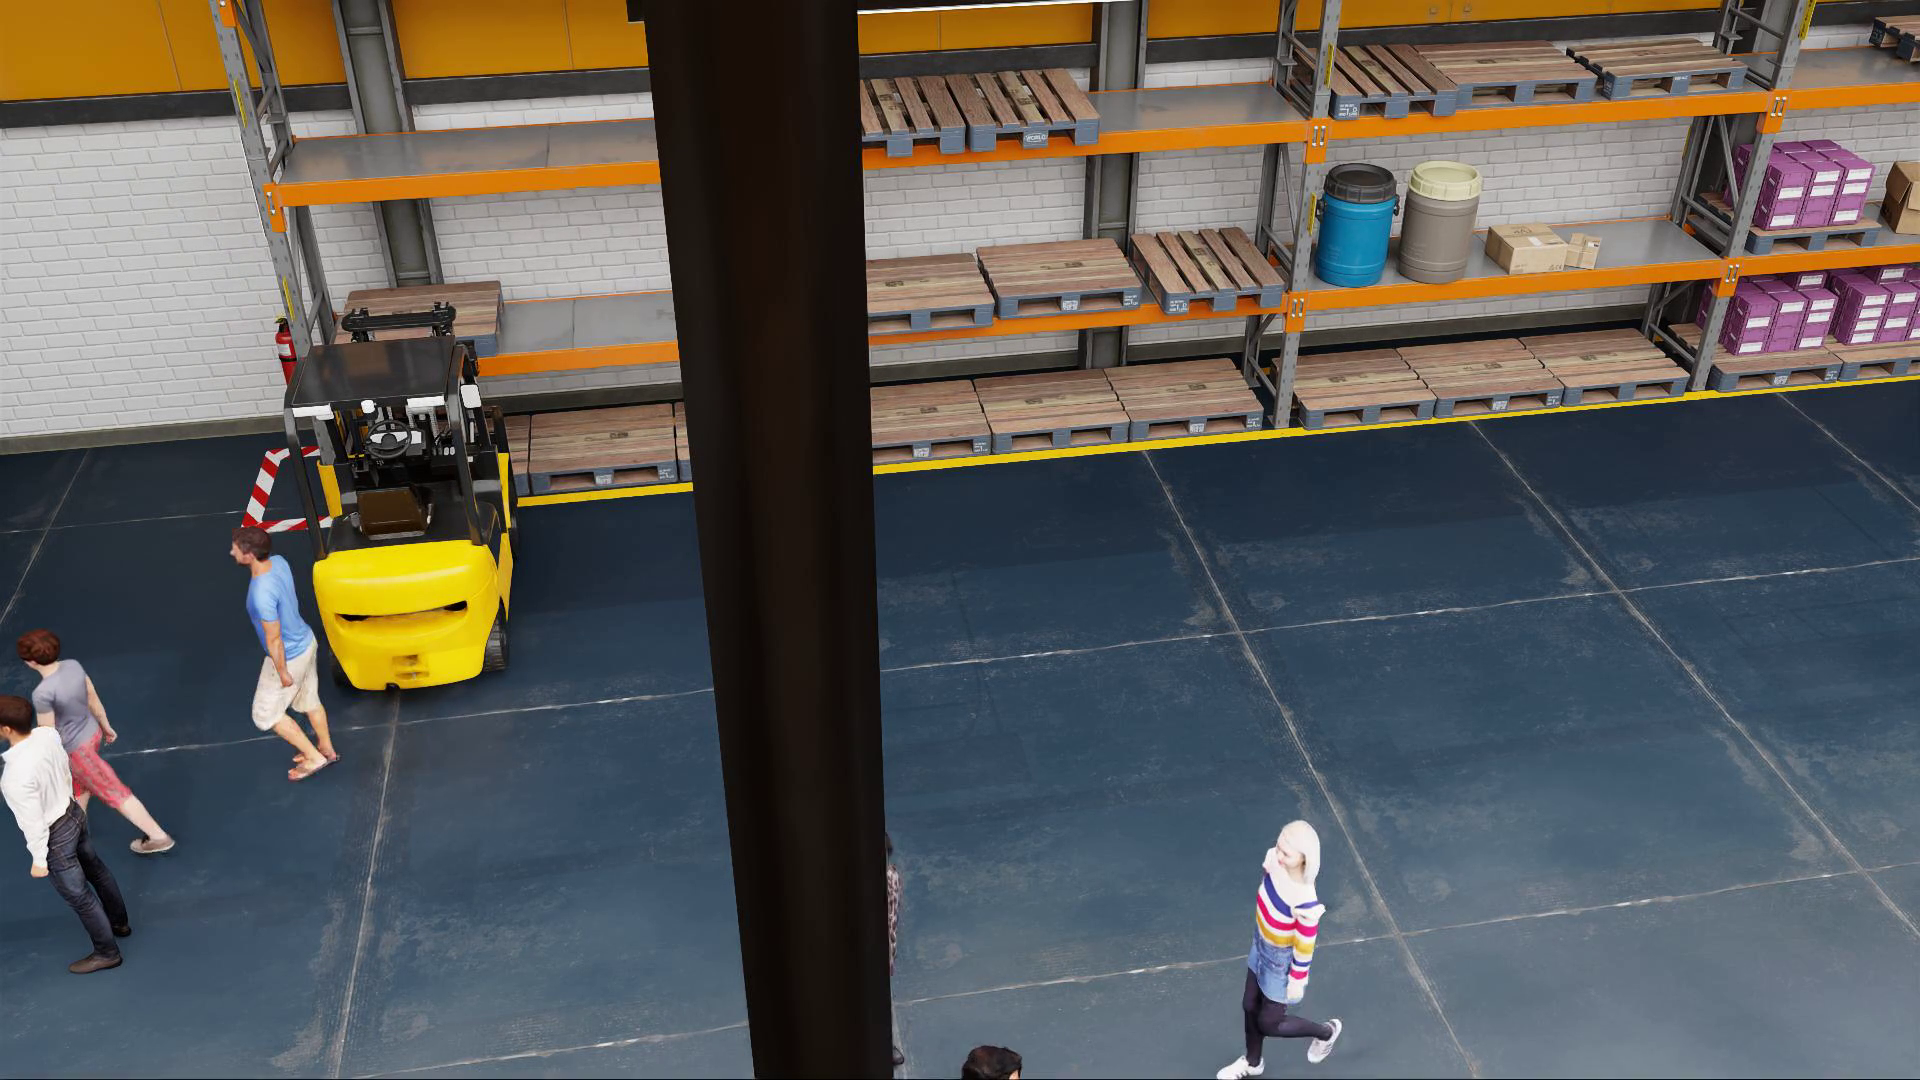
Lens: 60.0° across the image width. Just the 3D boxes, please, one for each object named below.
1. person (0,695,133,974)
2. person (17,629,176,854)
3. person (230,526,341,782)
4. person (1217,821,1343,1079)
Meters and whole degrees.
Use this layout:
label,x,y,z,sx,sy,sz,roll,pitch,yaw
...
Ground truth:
label,x,y,z,sx,sy,sz,roll,pitch,yaw
person,-4.939,1.597,9.127,0.547,1.871,0.665,-3,34,-5
person,-5.150,1.253,9.883,1.186,1.606,0.822,4,34,6
person,-4.160,0.699,10.494,0.688,1.852,0.695,-1,34,-1
person,1.694,2.096,8.446,0.928,1.793,0.714,-10,35,-14
